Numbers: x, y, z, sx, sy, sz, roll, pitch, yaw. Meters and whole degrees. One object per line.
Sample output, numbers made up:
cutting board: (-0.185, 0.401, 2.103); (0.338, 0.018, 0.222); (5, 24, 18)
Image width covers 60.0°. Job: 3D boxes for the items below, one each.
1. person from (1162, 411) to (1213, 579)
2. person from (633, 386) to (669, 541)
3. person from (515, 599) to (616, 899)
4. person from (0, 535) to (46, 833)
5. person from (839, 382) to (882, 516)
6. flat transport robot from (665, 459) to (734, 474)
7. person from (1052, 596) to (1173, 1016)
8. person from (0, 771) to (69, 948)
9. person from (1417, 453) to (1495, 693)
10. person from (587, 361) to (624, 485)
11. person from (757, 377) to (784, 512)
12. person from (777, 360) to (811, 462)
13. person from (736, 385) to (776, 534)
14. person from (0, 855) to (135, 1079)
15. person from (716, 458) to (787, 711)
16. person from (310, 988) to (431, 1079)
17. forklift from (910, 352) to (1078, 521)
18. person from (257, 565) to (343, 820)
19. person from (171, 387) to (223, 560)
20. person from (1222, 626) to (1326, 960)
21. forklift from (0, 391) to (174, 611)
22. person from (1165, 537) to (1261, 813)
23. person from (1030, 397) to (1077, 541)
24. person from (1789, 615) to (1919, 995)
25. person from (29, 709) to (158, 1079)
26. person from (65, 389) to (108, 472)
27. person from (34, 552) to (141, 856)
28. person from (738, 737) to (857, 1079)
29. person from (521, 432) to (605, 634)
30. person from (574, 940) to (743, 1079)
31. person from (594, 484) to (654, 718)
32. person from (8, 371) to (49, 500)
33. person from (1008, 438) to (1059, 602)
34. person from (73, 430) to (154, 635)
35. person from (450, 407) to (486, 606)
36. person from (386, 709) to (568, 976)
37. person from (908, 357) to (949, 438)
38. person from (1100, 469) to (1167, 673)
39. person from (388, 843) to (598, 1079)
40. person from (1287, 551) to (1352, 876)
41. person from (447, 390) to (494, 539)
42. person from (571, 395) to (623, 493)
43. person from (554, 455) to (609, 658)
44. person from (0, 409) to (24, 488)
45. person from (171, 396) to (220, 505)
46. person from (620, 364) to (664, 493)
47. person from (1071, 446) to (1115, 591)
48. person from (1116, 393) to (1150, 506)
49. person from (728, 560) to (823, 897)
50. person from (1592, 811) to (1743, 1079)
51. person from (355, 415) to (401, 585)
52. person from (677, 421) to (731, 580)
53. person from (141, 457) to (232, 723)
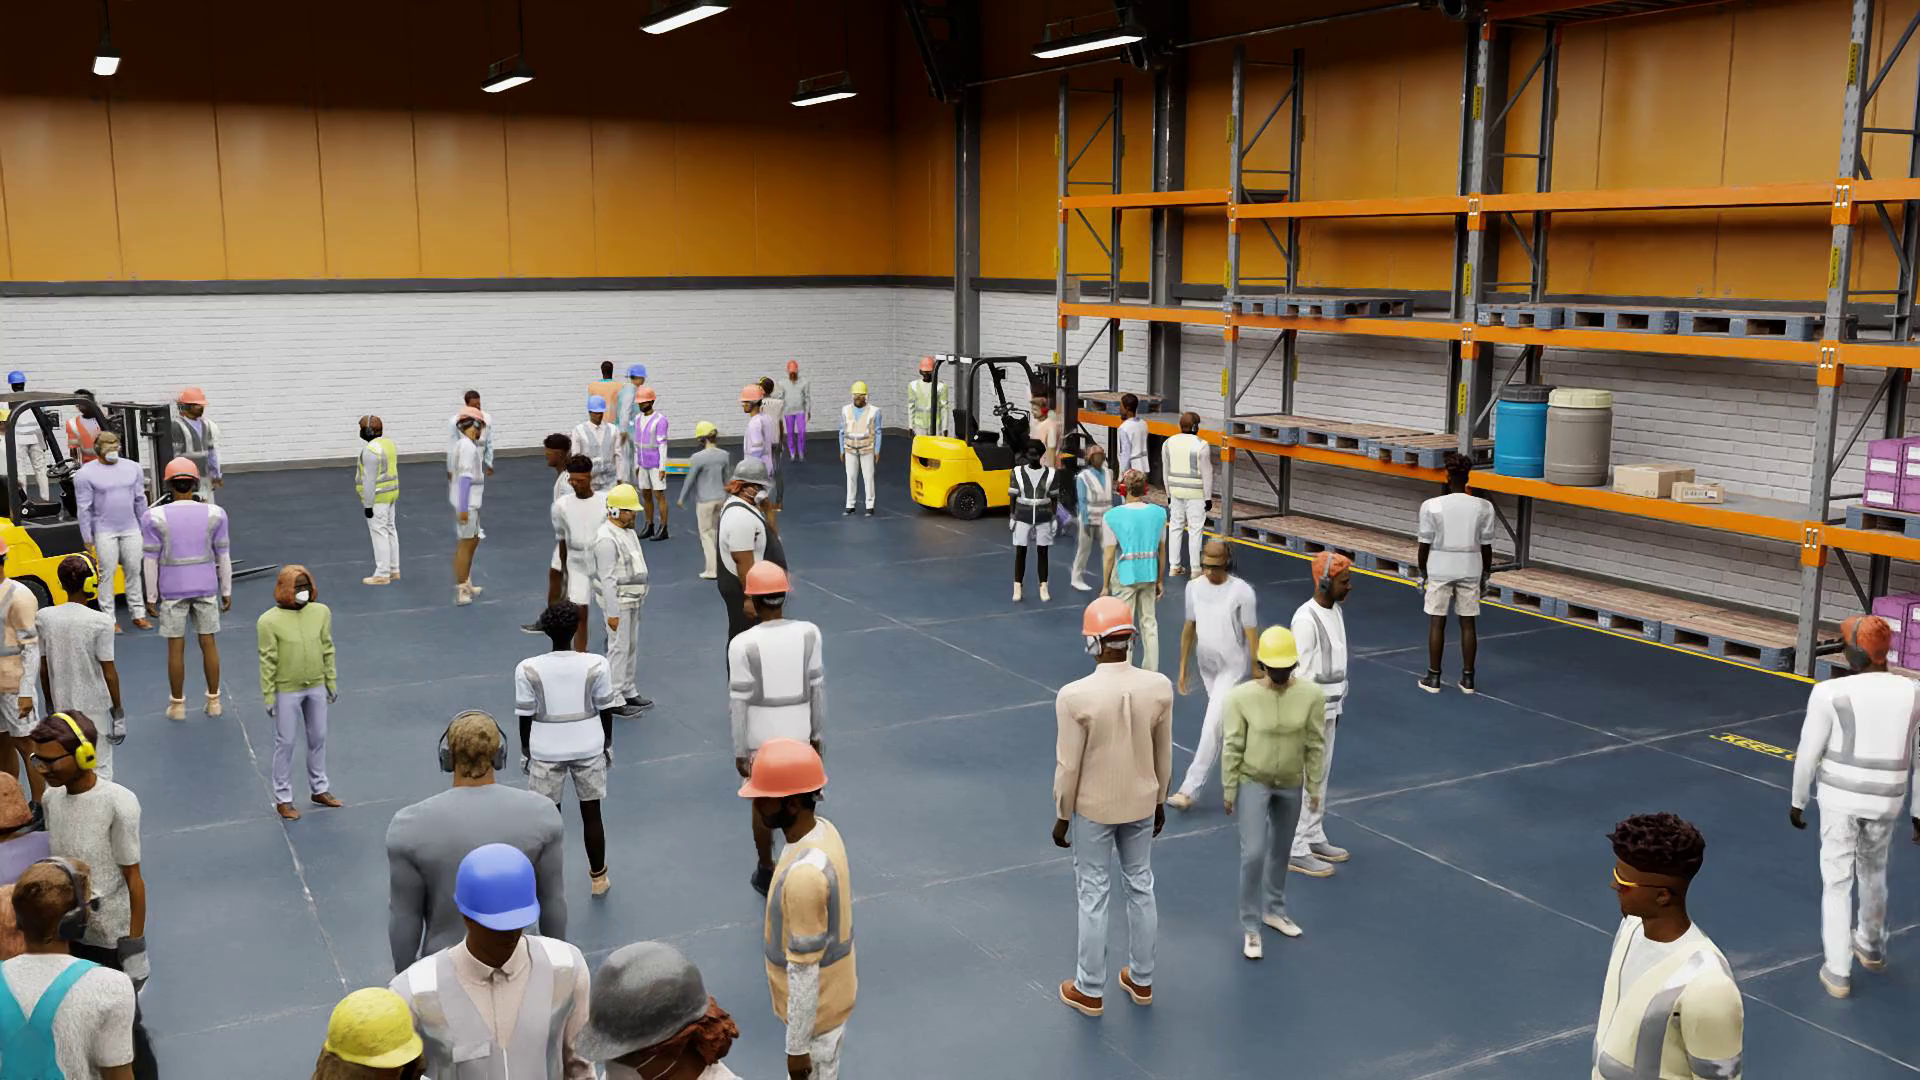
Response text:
person: (2.519, -0.492, 18.269); (0.627, 1.845, 0.429); (9, 13, 42)
person: (-3.858, -0.948, 20.648); (0.544, 1.930, 0.389); (7, 12, 36)
person: (-2.164, 1.163, 9.157); (0.541, 1.696, 0.315); (-3, 10, -17)
person: (-5.854, 0.875, 10.148); (0.542, 1.929, 0.374); (5, 11, 26)
person: (-1.359, -1.230, 22.545); (0.595, 1.832, 0.404); (2, 10, 12)
flat transport robot: (-4.413, -1.174, 26.713); (1.431, 0.197, 0.652); (2, 10, 10)
person: (0.713, 1.245, 7.829); (0.609, 1.995, 0.376); (-4, 11, -23)
person: (-3.622, 1.677, 6.382); (0.265, 1.631, 0.507); (5, 11, 25)
person: (4.021, 0.271, 13.535); (0.606, 1.959, 0.367); (1, 10, 5)
person: (-5.416, -1.789, 25.550); (0.587, 1.911, 0.392); (1, 10, 8)
person: (-2.653, -1.309, 22.886); (0.520, 1.873, 0.328); (-8, 13, -40)
person: (-2.830, -2.193, 28.364); (0.596, 1.721, 0.712); (-1, 10, -8)
person: (-2.542, -0.822, 19.685); (0.834, 2.015, 0.621); (1, 10, 8)
person: (-2.655, 1.835, 4.908); (0.529, 1.835, 0.362); (-1, 10, -4)
person: (-1.594, 0.364, 12.767); (0.536, 2.000, 0.681); (-2, 10, -12)
person: (-1.500, 1.983, 4.331); (0.322, 1.736, 0.488); (6, 11, 31)
forklift: (0.460, -1.461, 22.833); (2.313, 2.155, 1.214); (-5, 11, -28)
person: (-4.196, 0.955, 10.560); (0.275, 1.627, 0.499); (8, 13, 38)
person: (-8.775, -0.758, 19.276); (0.718, 2.020, 0.646); (2, 10, 11)
person: (1.596, 1.263, 8.495); (0.524, 1.721, 0.602); (-1, 10, -8)
forklift: (-9.026, -0.363, 16.508); (1.214, 2.155, 2.313); (6, 11, 29)
person: (1.666, 0.851, 10.730); (0.962, 1.779, 0.504); (-9, 13, -41)
person: (1.080, -0.878, 20.576); (0.787, 1.808, 0.610); (-3, 10, -16)
person: (4.376, 1.254, 8.196); (0.608, 1.850, 0.711); (1, 10, 6)
person: (-3.348, 1.557, 6.441); (0.533, 1.855, 0.346); (5, 11, 25)
person: (-10.617, -0.910, 20.478); (0.640, 1.904, 0.912); (-2, 10, -11)
person: (-5.077, 0.998, 9.647); (0.512, 1.861, 0.325); (1, 10, 8)
person: (-0.563, 1.625, 5.855); (0.398, 1.929, 0.543); (0, 10, 1)
person: (-3.594, -0.070, 15.666); (1.043, 1.912, 0.612); (-2, 10, -11)
person: (-0.726, 1.900, 3.926); (0.537, 2.000, 0.679); (-8, 13, -40)
person: (-2.603, 0.466, 12.824); (0.403, 1.818, 0.606); (1, 10, 5)
person: (-13.006, -1.379, 23.116); (0.425, 1.938, 0.604); (8, 13, 39)
person: (0.753, -0.203, 17.030); (0.529, 1.694, 0.321); (0, 10, -1)
person: (-7.935, -0.072, 15.614); (0.367, 1.929, 0.637); (8, 13, 38)
person: (-5.020, -0.344, 17.024); (0.420, 1.998, 0.788); (-3, 10, -17)
person: (-1.765, 1.574, 6.139); (0.641, 1.927, 0.386); (-5, 11, -26)
person: (-0.475, -1.728, 24.876); (0.623, 2.030, 0.448); (2, 10, 14)
person: (1.402, 0.349, 13.410); (0.564, 1.846, 0.390); (-4, 11, -21)
person: (-1.332, 1.798, 4.817); (0.605, 1.939, 0.415); (-6, 11, -29)
person: (2.074, 0.991, 9.631); (0.357, 1.880, 0.575); (6, 11, 31)
person: (-6.201, -0.964, 20.973); (0.725, 1.869, 0.602); (7, 12, 34)
person: (-4.201, -0.716, 19.286); (0.612, 1.938, 0.416); (-6, 12, -33)
person: (-3.110, 0.217, 14.036); (0.613, 1.912, 1.043); (0, 10, -1)
person: (-11.356, -0.709, 19.790); (0.397, 1.753, 0.528); (1, 10, 6)
person: (-9.074, -0.762, 19.656); (0.639, 1.902, 0.406); (1, 10, 4)
person: (-4.738, -1.651, 24.732); (0.837, 1.907, 0.610); (-1, 10, -5)
person: (1.435, -0.205, 17.344); (0.549, 1.581, 0.844); (-7, 12, -35)
person: (2.034, -0.768, 19.636); (0.389, 1.918, 0.590); (6, 11, 30)
person: (-0.980, 1.071, 9.060); (0.548, 1.914, 0.650); (-4, 11, -24)
person: (2.065, 1.757, 4.967); (0.362, 1.962, 0.614); (0, 10, -1)
person: (-6.291, -0.433, 17.961); (0.429, 1.838, 0.629); (0, 10, 2)
person: (-2.779, -0.435, 18.189); (0.424, 1.748, 0.546); (7, 12, 35)
person: (-5.907, 0.377, 12.738); (0.613, 2.031, 0.410); (-7, 12, -34)
